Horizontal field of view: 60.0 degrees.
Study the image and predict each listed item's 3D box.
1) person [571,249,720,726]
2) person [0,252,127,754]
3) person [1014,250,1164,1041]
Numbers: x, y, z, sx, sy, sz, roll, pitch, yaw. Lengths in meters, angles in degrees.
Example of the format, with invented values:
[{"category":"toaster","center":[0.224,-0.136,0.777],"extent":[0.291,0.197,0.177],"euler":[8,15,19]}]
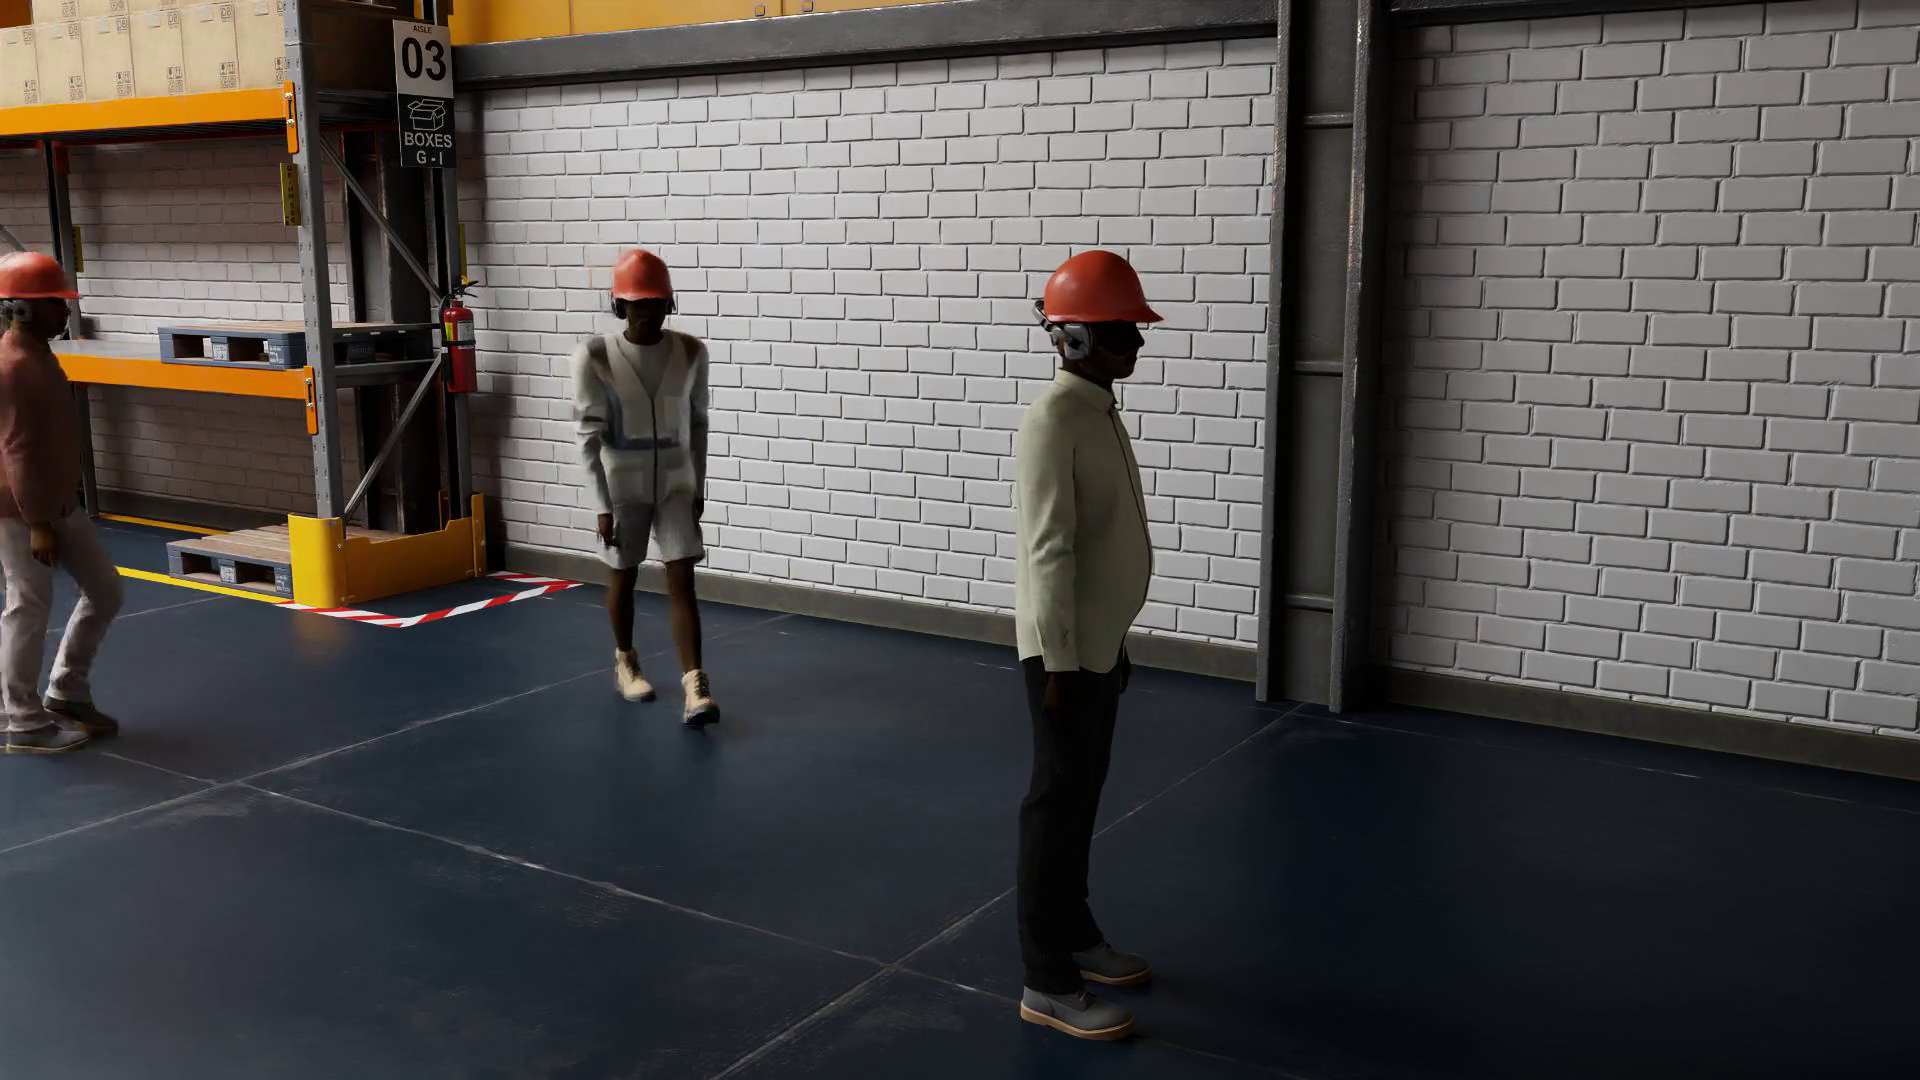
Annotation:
[{"category":"person","center":[-1.292,-0.211,6.958],"extent":[0.612,1.973,1.064],"euler":[-5,11,-26]},{"category":"person","center":[-3.574,-0.123,6.503],"extent":[0.527,1.973,0.626],"euler":[-1,10,-7]},{"category":"person","center":[0.322,0.262,4.305],"extent":[0.377,1.995,0.608],"euler":[3,11,16]}]
